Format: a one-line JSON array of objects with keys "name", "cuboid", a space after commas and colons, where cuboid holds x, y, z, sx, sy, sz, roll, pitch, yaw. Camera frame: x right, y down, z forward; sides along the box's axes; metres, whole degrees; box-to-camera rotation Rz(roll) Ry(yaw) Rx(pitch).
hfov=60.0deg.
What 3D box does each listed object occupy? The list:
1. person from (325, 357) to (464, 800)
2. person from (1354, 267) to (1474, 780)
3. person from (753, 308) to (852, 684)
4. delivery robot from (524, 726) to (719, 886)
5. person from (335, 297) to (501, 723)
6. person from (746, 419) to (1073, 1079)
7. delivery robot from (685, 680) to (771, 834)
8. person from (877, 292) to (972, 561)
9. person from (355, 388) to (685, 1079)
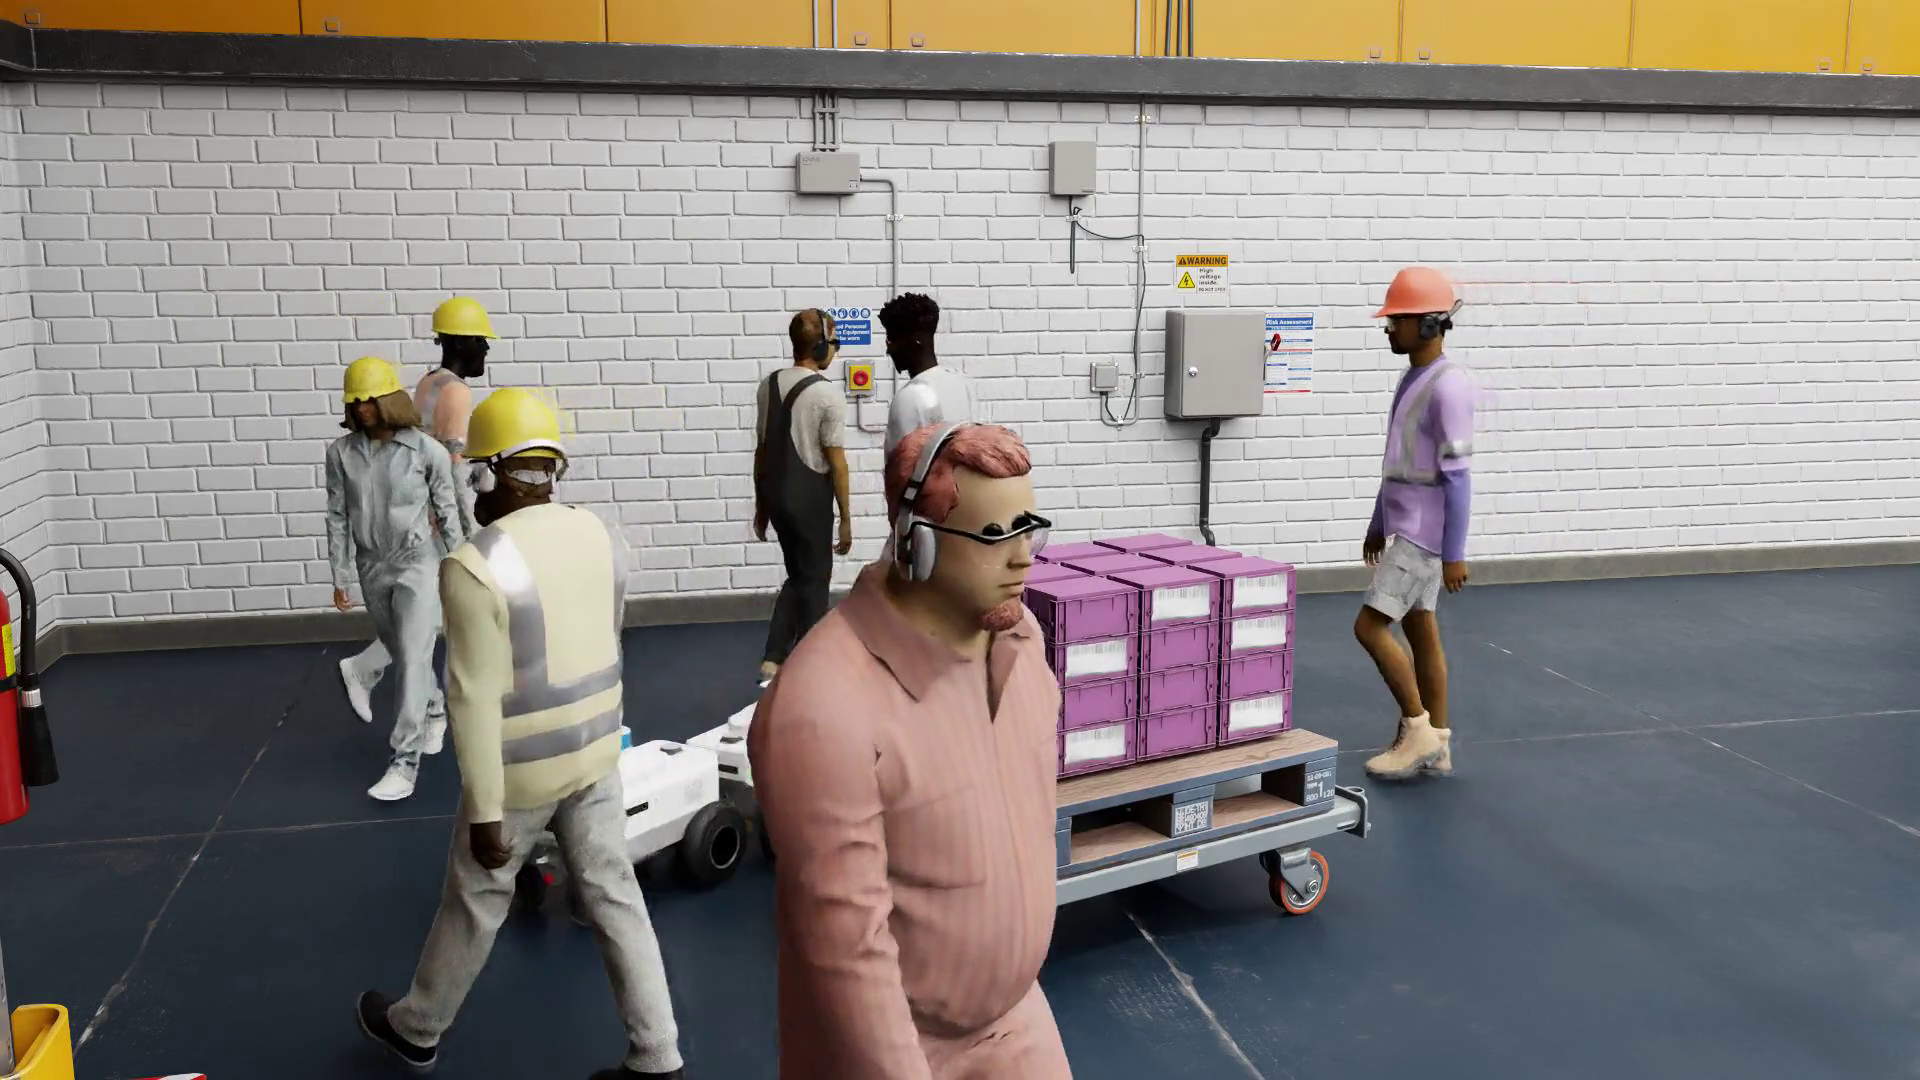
[{"name": "person", "cuboid": [-2.199, 0.116, 6.576, 0.521, 1.696, 0.929, 1, 10, 6]}, {"name": "person", "cuboid": [1.747, -0.043, 6.507, 0.528, 2.021, 0.622, 1, 10, 5]}, {"name": "person", "cuboid": [-0.705, -0.132, 7.545, 0.542, 1.826, 0.392, 8, 13, 37]}, {"name": "delivery robot", "cuboid": [-1.111, 0.848, 5.390, 0.477, 0.478, 0.707, 6, 12, 32]}, {"name": "person", "cuboid": [-2.313, -0.124, 7.336, 0.858, 1.888, 0.597, -4, 11, -21]}, {"name": "person", "cuboid": [0.019, 0.755, 2.510, 0.843, 1.875, 0.660, 7, 13, 36]}, {"name": "delivery robot", "cuboid": [-0.661, 0.746, 5.957, 0.477, 0.478, 0.707, 5, 11, 28]}, {"name": "person", "cuboid": [-0.088, -0.092, 7.061, 0.959, 1.922, 0.635, 5, 11, 25]}, {"name": "person", "cuboid": [-1.076, 0.516, 4.102, 0.960, 1.772, 0.617, 6, 12, 29]}]
